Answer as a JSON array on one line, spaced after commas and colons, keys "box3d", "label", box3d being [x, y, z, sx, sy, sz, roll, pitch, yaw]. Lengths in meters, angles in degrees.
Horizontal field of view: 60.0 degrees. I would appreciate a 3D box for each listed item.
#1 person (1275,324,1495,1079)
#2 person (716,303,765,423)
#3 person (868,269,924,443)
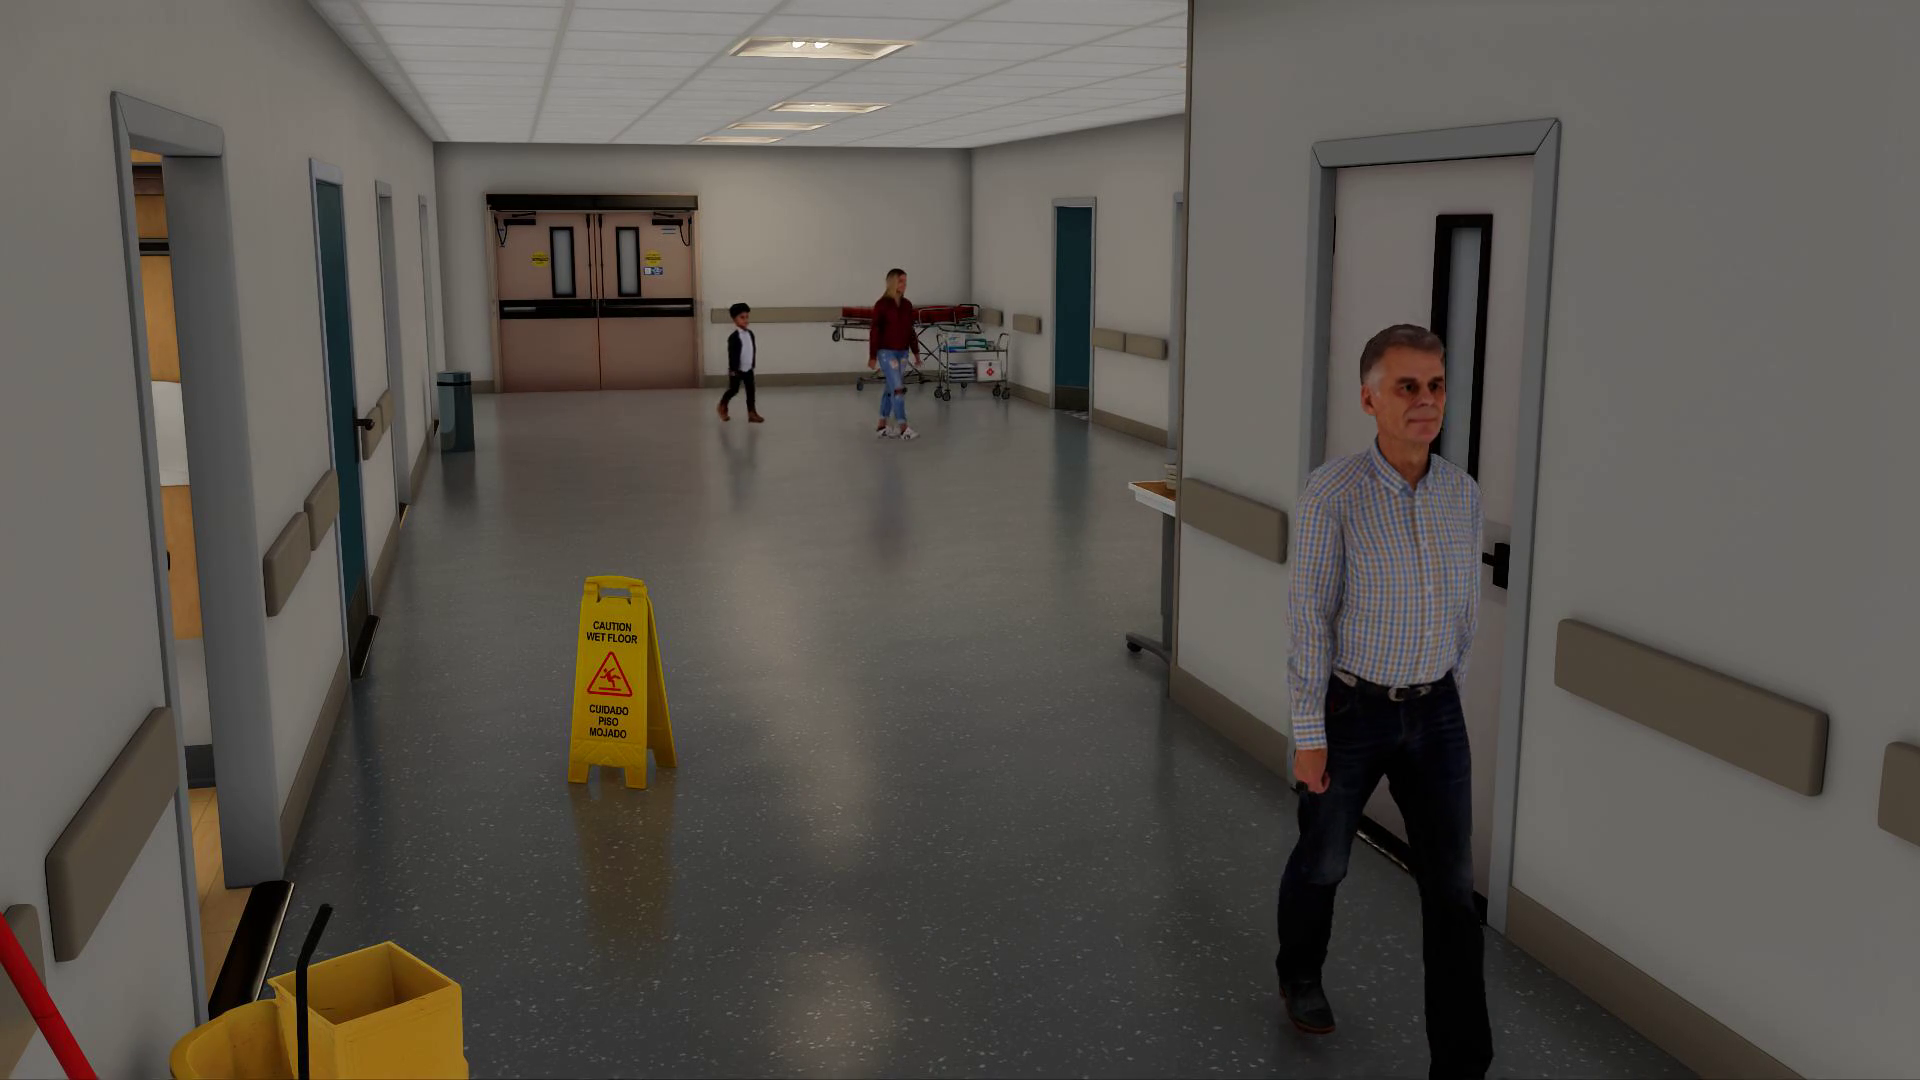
[{"box3d": [0.957, 0.408, 3.965, 0.731, 1.772, 1.160, -2, 11, -10], "label": "person"}, {"box3d": [-2.278, -1.804, 17.027, 0.899, 1.210, 0.780, 9, 14, 39], "label": "person"}, {"box3d": [-0.684, -1.722, 15.651, 1.028, 1.601, 0.903, 9, 14, 40], "label": "person"}]
